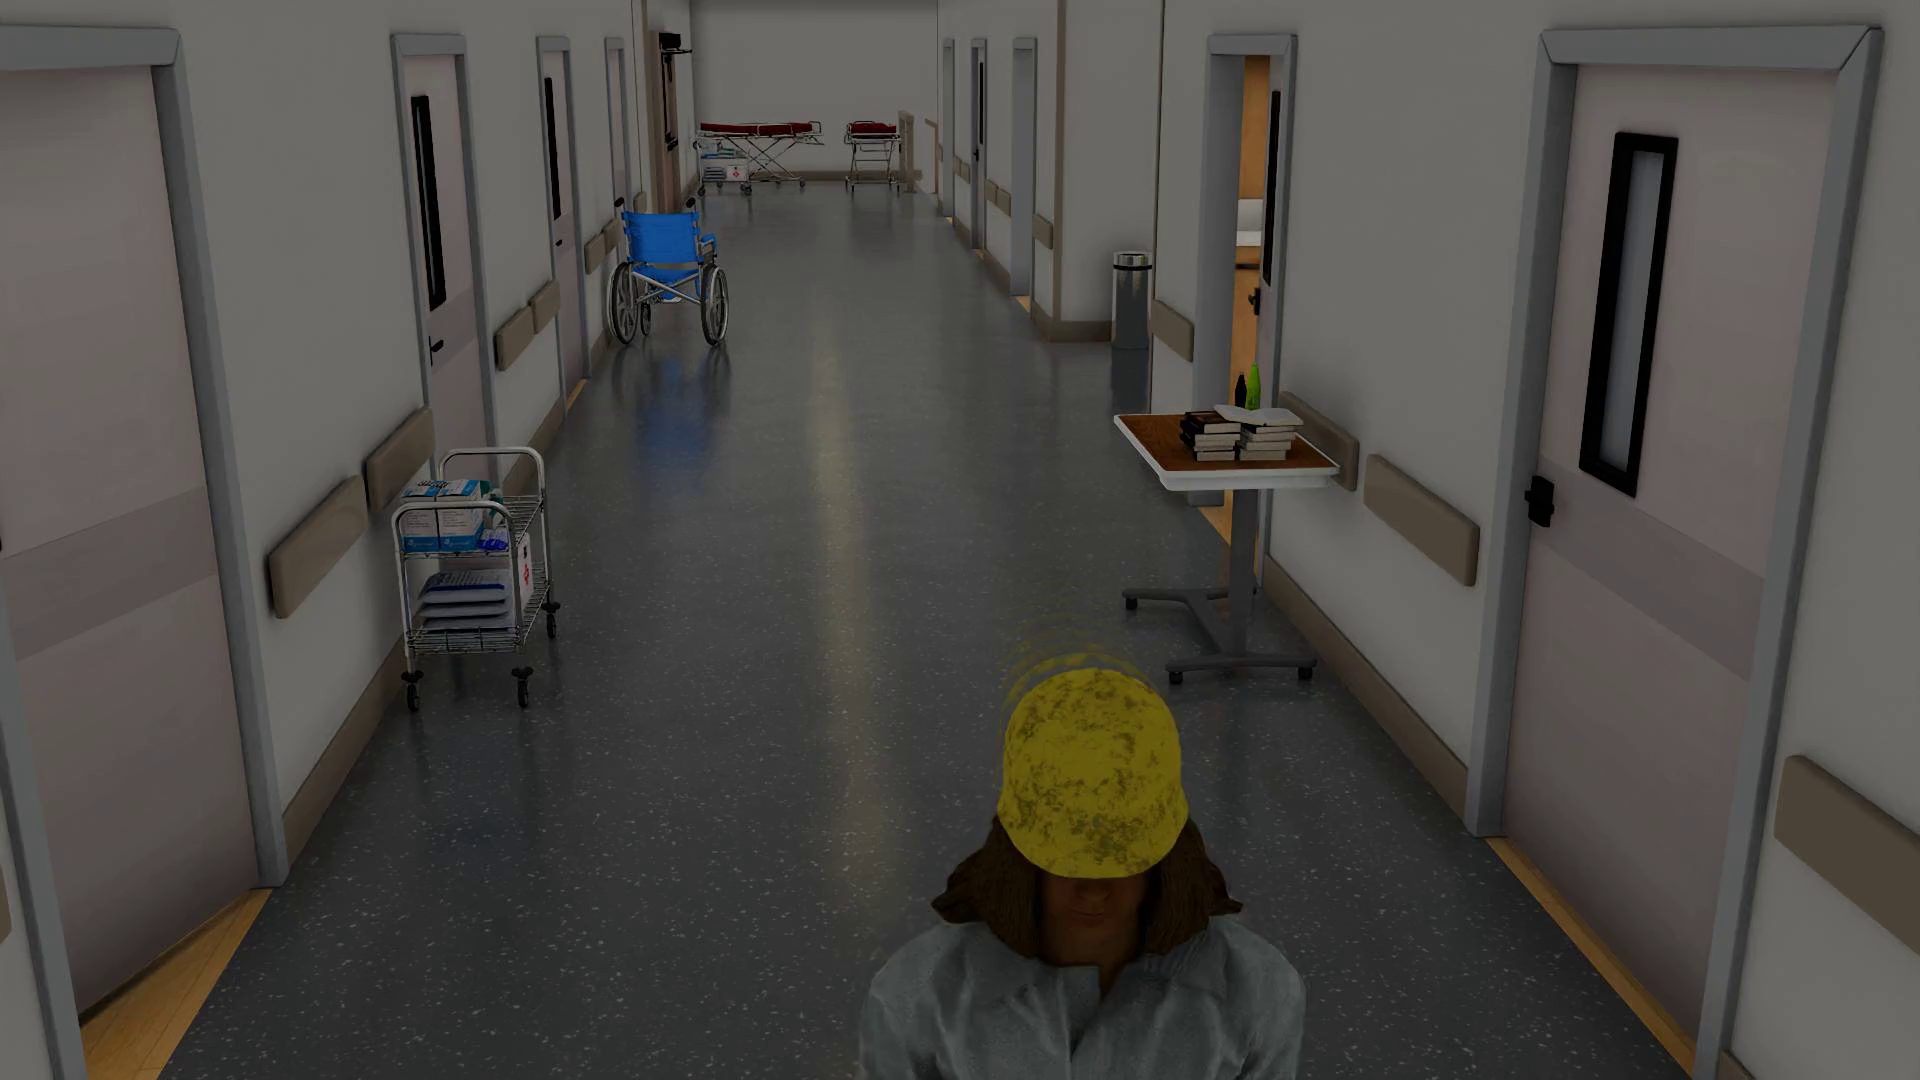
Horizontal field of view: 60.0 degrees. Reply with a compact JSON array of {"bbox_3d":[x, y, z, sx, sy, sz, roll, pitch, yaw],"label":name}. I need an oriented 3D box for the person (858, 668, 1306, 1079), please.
[{"bbox_3d":[0.126,0.916,1.960,0.501,1.702,0.889,1,17,3],"label":"person"}]
